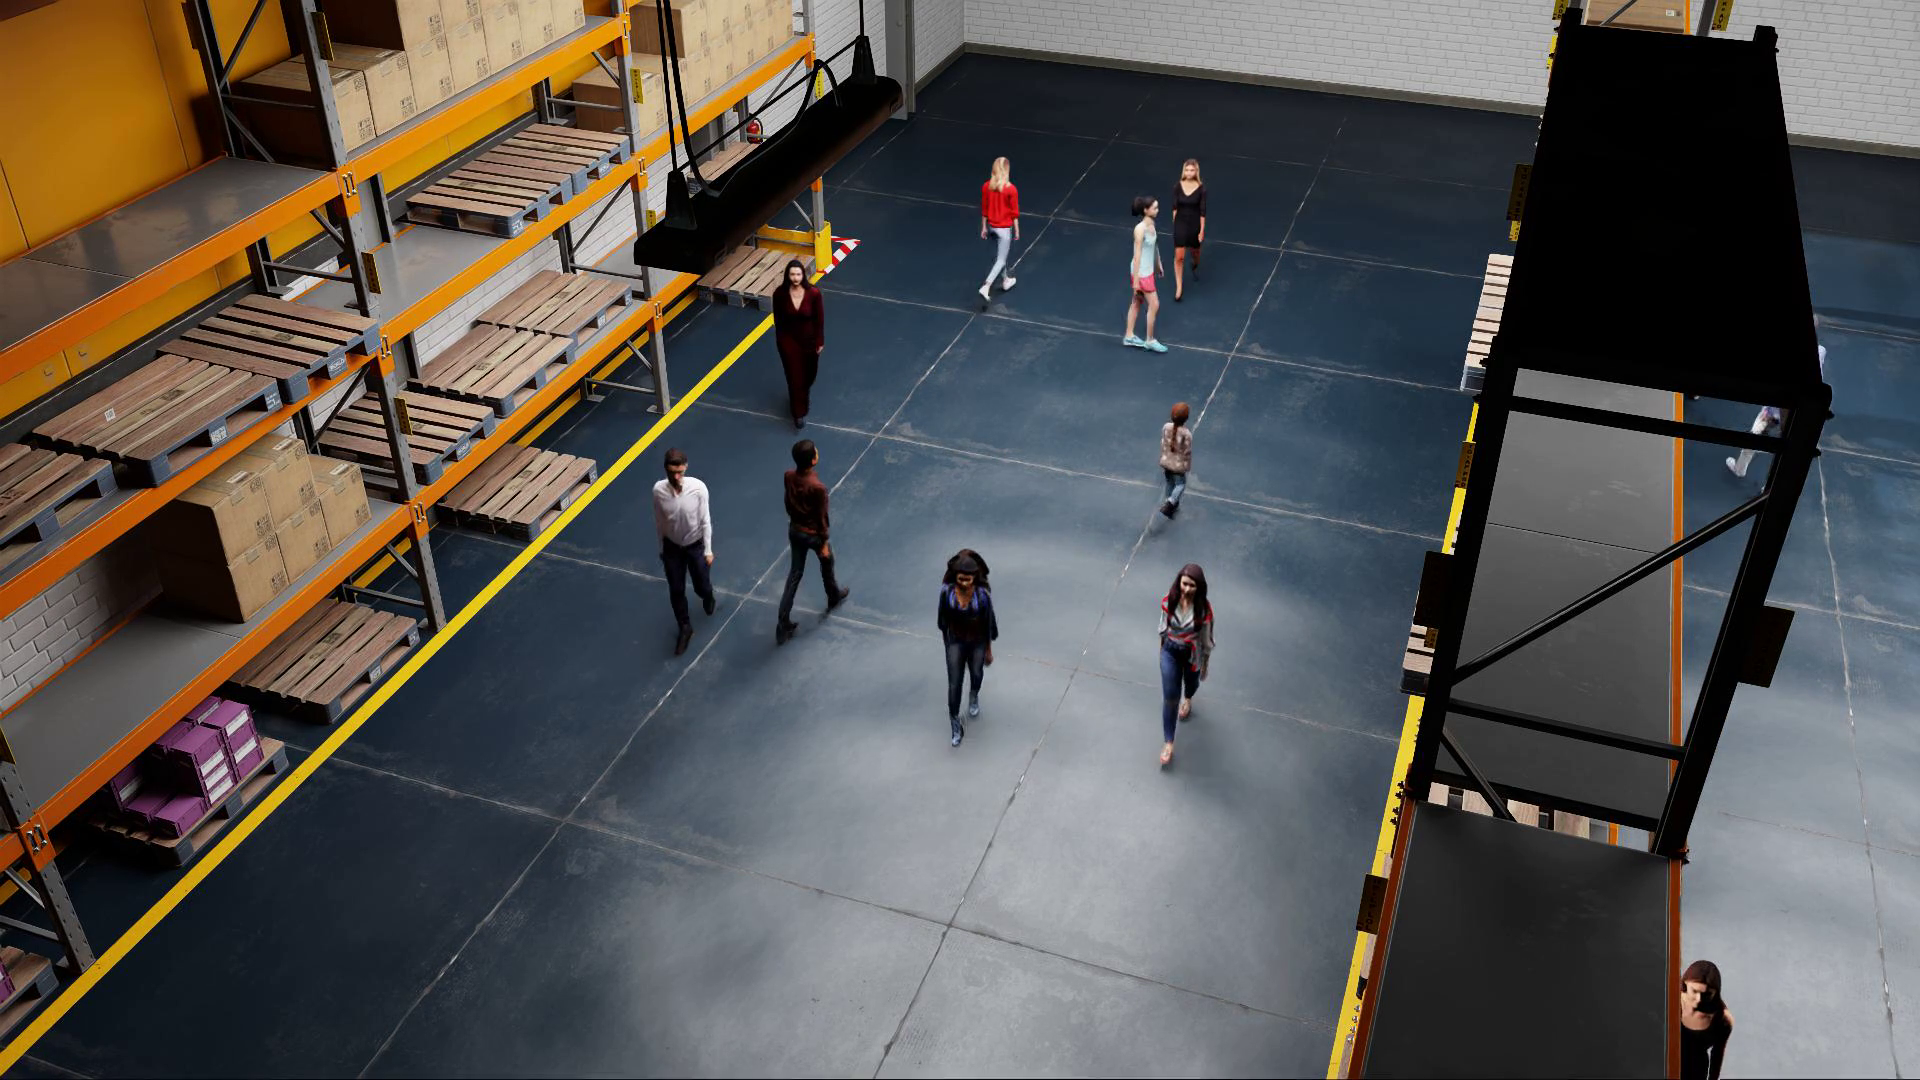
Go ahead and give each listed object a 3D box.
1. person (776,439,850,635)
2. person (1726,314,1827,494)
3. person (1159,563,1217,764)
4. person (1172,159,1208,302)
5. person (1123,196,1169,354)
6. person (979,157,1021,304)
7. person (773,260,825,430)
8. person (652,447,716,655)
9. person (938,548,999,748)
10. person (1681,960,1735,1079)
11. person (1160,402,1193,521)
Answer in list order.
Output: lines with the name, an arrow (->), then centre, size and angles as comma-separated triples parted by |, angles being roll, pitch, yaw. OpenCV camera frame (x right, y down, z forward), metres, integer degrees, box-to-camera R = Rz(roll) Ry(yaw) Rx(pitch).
person -> -1.314, 0.001, 13.707 | 0.860, 1.740, 1.196 | 22, 39, 29
person -> 7.667, -1.178, 15.373 | 0.841, 1.860, 1.046 | 3, 34, 4
person -> 1.722, 0.827, 12.618 | 0.623, 1.569, 1.080 | 10, 35, 15
person -> 2.667, -3.621, 19.240 | 0.558, 1.647, 1.014 | 11, 35, 15
person -> 1.917, -2.900, 18.059 | 0.653, 1.755, 0.699 | 12, 36, 18
person -> 0.428, -3.524, 19.065 | 0.796, 1.680, 1.143 | 20, 38, 27
person -> -1.616, -2.055, 16.825 | 0.993, 1.714, 1.198 | -5, 34, -7
person -> -2.217, 0.003, 13.605 | 0.778, 1.850, 0.993 | 4, 34, 5
person -> 0.071, 0.735, 12.739 | 0.764, 1.590, 0.952 | 2, 34, 3
person -> 4.020, 2.942, 9.365 | 0.584, 1.649, 1.094 | 12, 35, 17
person -> 1.951, -0.711, 15.277 | 0.580, 1.187, 0.691 | 23, 40, 30
